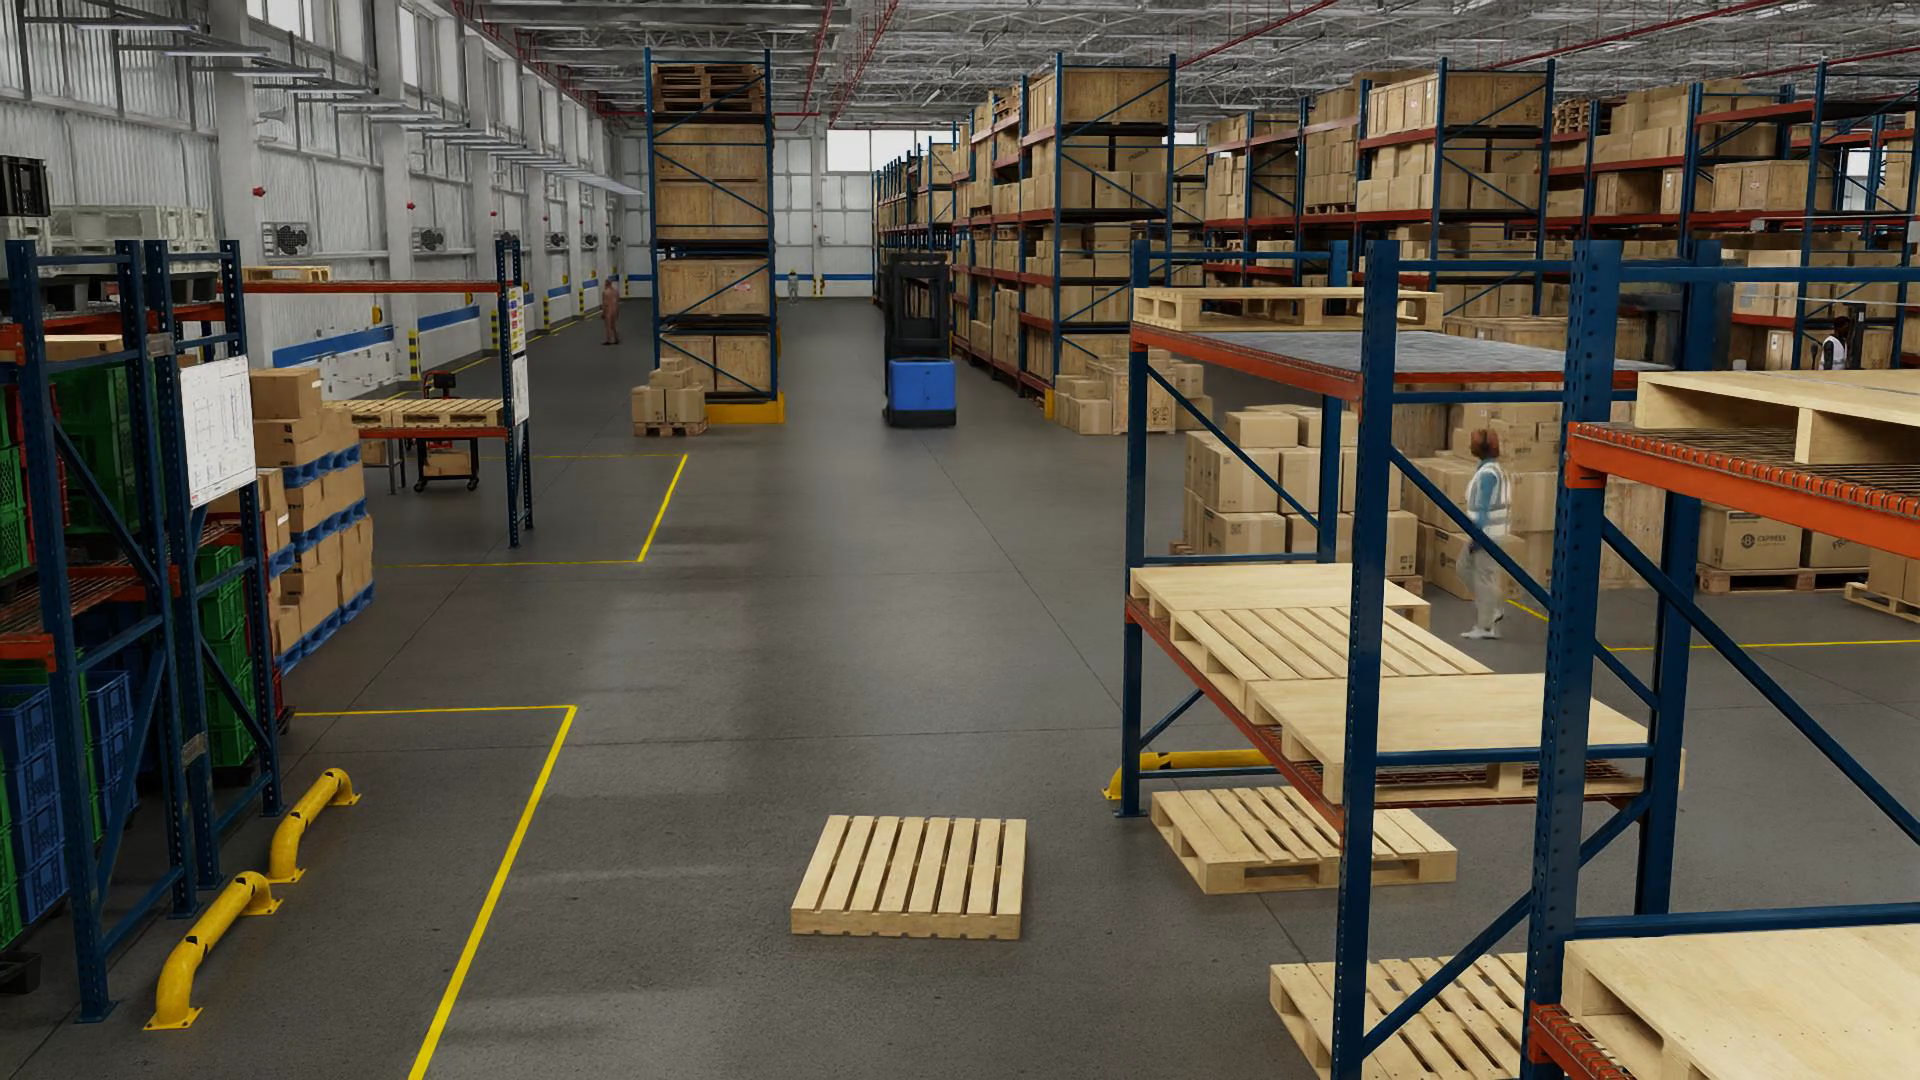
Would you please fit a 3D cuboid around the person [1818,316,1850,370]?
[{"bbox_3d":[13.047,-2.392,24.884,0.587,1.911,0.397,-10,14,-43],"label":"person"}]

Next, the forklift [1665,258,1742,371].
[{"bbox_3d":[8.546,-1.867,19.278,1.873,2.768,1.129,-1,10,-6],"label":"forklift"}]

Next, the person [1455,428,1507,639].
[{"bbox_3d":[3.958,-0.041,12.645,0.370,1.626,0.516,2,11,13],"label":"person"}]

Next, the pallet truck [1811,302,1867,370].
[{"bbox_3d":[15.846,-3.142,28.793,1.885,1.965,0.823,2,10,12],"label":"pallet truck"}]

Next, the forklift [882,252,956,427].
[{"bbox_3d":[-0.673,-3.330,27.386,1.129,2.768,1.873,-1,10,-6],"label":"forklift"}]

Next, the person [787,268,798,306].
[{"bbox_3d":[-7.726,-11.672,76.818,0.495,1.725,0.383,-1,10,-5],"label":"person"}]

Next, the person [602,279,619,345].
[{"bbox_3d":[-10.184,-6.622,48.335,0.402,1.904,0.652,6,12,31],"label":"person"}]
